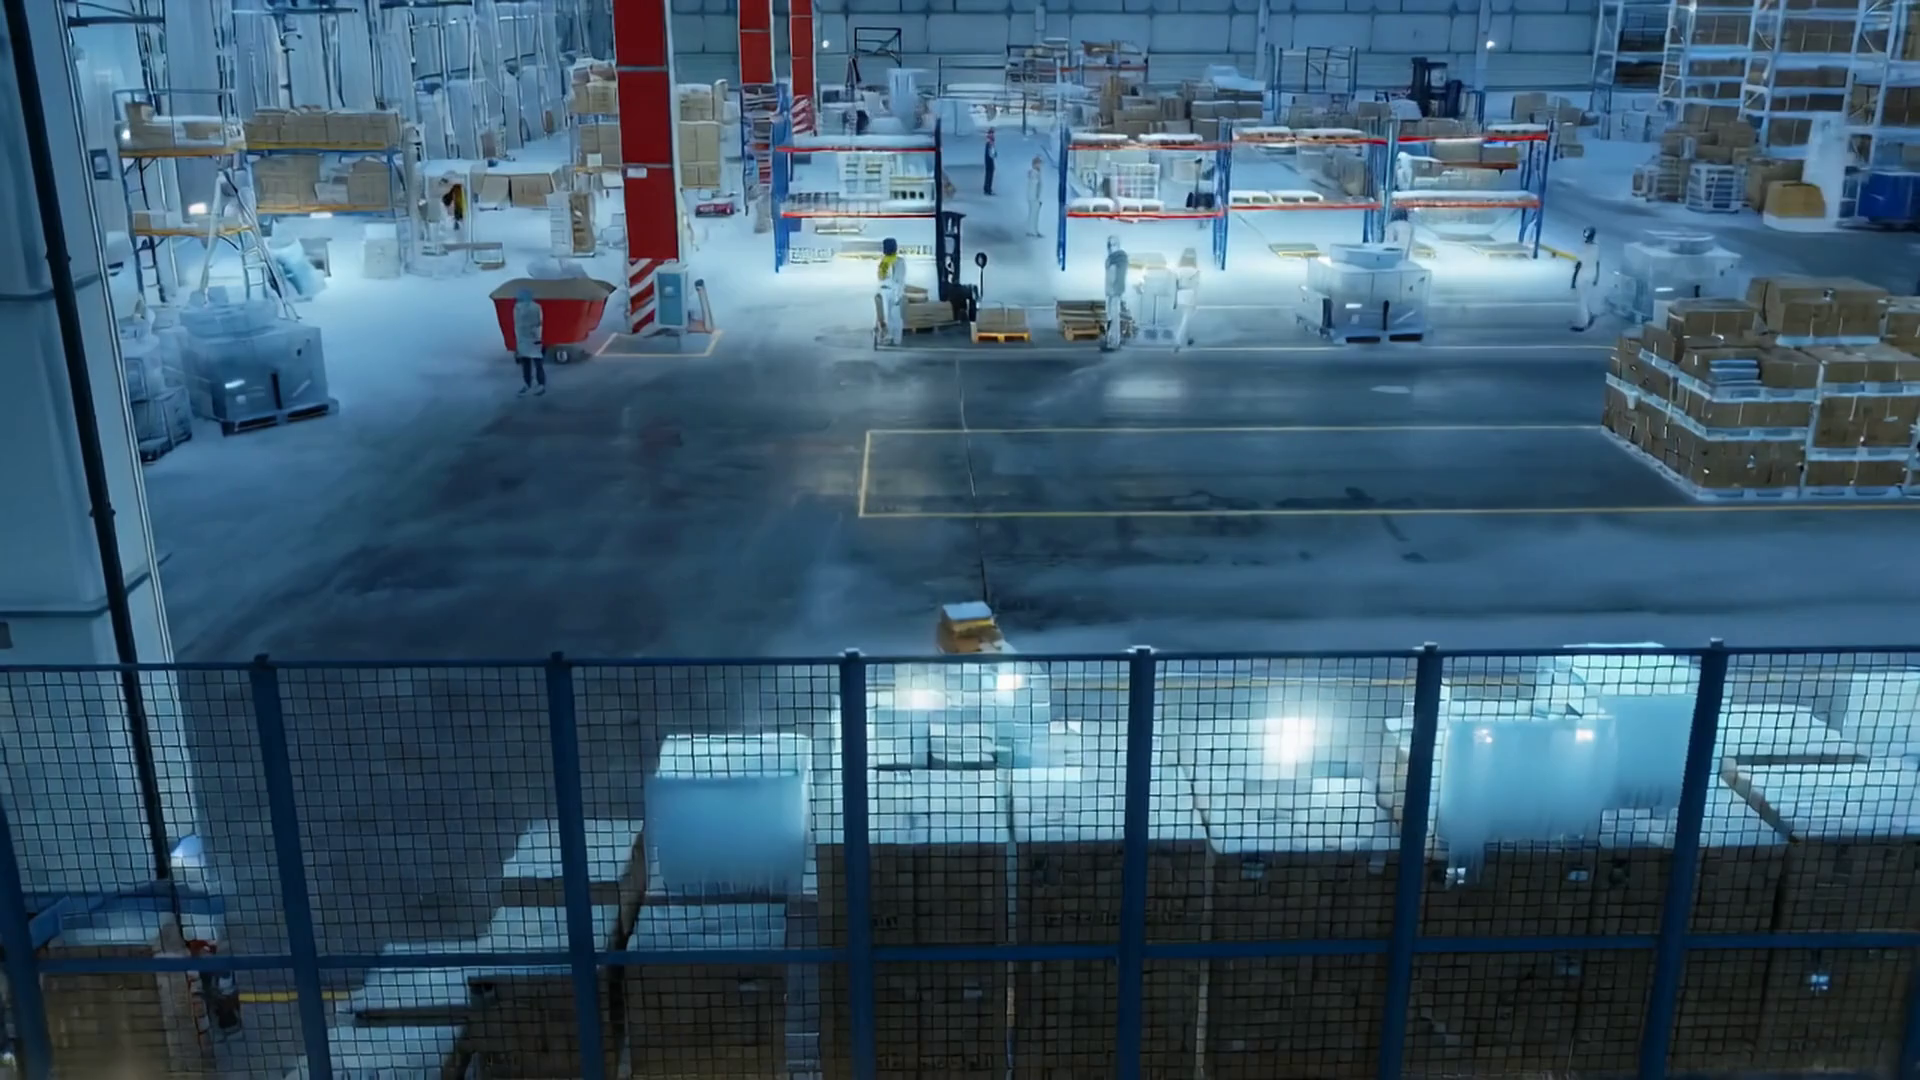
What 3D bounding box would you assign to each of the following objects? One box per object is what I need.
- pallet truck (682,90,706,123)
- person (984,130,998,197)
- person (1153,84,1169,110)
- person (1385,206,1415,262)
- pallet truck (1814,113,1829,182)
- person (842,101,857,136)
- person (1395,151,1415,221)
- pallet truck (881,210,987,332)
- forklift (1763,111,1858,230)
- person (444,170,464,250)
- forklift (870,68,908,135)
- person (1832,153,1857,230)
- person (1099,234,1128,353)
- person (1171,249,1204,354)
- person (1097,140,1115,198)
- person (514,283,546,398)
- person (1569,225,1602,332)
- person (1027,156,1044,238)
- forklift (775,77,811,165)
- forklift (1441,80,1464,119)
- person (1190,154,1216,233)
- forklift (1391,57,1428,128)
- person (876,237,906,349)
[{"bbox_3d":[-9.671,-15.907,62.421,0.823,1.965,1.885,5,19,15],"label":"pallet truck"},{"bbox_3d":[0.854,-10.643,47.039,0.329,1.844,0.509,-9,21,-26],"label":"person"},{"bbox_3d":[8.067,-17.403,67.018,0.667,1.887,0.987,-1,19,-1],"label":"person"},{"bbox_3d":[8.076,-5.192,30.729,0.629,1.937,0.379,-8,20,-23],"label":"person"},{"bbox_3d":[26.403,-11.957,50.702,0.823,1.965,1.885,6,19,16],"label":"pallet truck"},{"bbox_3d":[-3.855,-14.258,57.707,0.575,1.882,0.355,10,21,27],"label":"person"},{"bbox_3d":[10.664,-8.362,40.084,0.614,1.964,0.361,-15,24,-37],"label":"person"},{"bbox_3d":[-0.493,-4.759,29.349,1.885,1.965,0.823,-13,23,-34],"label":"pallet truck"},{"bbox_3d":[21.028,-9.066,40.766,1.873,2.768,1.129,-1,19,-2],"label":"forklift"},{"bbox_3d":[-11.039,-7.094,36.363,0.347,1.943,0.545,-4,19,-12],"label":"person"},{"bbox_3d":[-2.271,-15.727,60.526,1.873,2.768,1.129,-10,21,-28],"label":"forklift"},{"bbox_3d":[21.725,-8.557,40.865,0.519,1.841,0.889,-1,19,-3],"label":"person"},{"bbox_3d":[2.524,-4.049,27.333,0.372,1.940,0.632,9,21,24],"label":"person"},{"bbox_3d":[3.753,-3.938,27.374,0.489,1.693,0.913,12,22,32],"label":"person"},{"bbox_3d":[4.108,-10.088,45.366,1.012,1.871,0.563,4,19,10],"label":"person"},{"bbox_3d":[-6.326,-2.937,24.413,0.530,1.692,0.322,10,21,28],"label":"person"},{"bbox_3d":[10.875,-4.546,28.951,0.527,1.855,0.418,-12,22,-32],"label":"person"},{"bbox_3d":[1.788,-8.145,39.520,0.394,1.916,0.588,-7,20,-20],"label":"person"},{"bbox_3d":[-5.920,-13.893,55.085,1.873,2.768,1.129,-1,19,-1],"label":"forklift"},{"bbox_3d":[15.644,-13.239,53.146,1.873,2.768,1.129,-1,19,-1],"label":"forklift"},{"bbox_3d":[5.991,-8.450,40.504,0.598,1.872,0.991,17,25,41],"label":"person"},{"bbox_3d":[18.927,-18.497,68.744,1.873,2.768,1.129,-1,19,-1],"label":"forklift"},{"bbox_3d":[-1.159,-4.118,27.687,0.429,1.845,0.621,-11,22,-30],"label":"person"}]
